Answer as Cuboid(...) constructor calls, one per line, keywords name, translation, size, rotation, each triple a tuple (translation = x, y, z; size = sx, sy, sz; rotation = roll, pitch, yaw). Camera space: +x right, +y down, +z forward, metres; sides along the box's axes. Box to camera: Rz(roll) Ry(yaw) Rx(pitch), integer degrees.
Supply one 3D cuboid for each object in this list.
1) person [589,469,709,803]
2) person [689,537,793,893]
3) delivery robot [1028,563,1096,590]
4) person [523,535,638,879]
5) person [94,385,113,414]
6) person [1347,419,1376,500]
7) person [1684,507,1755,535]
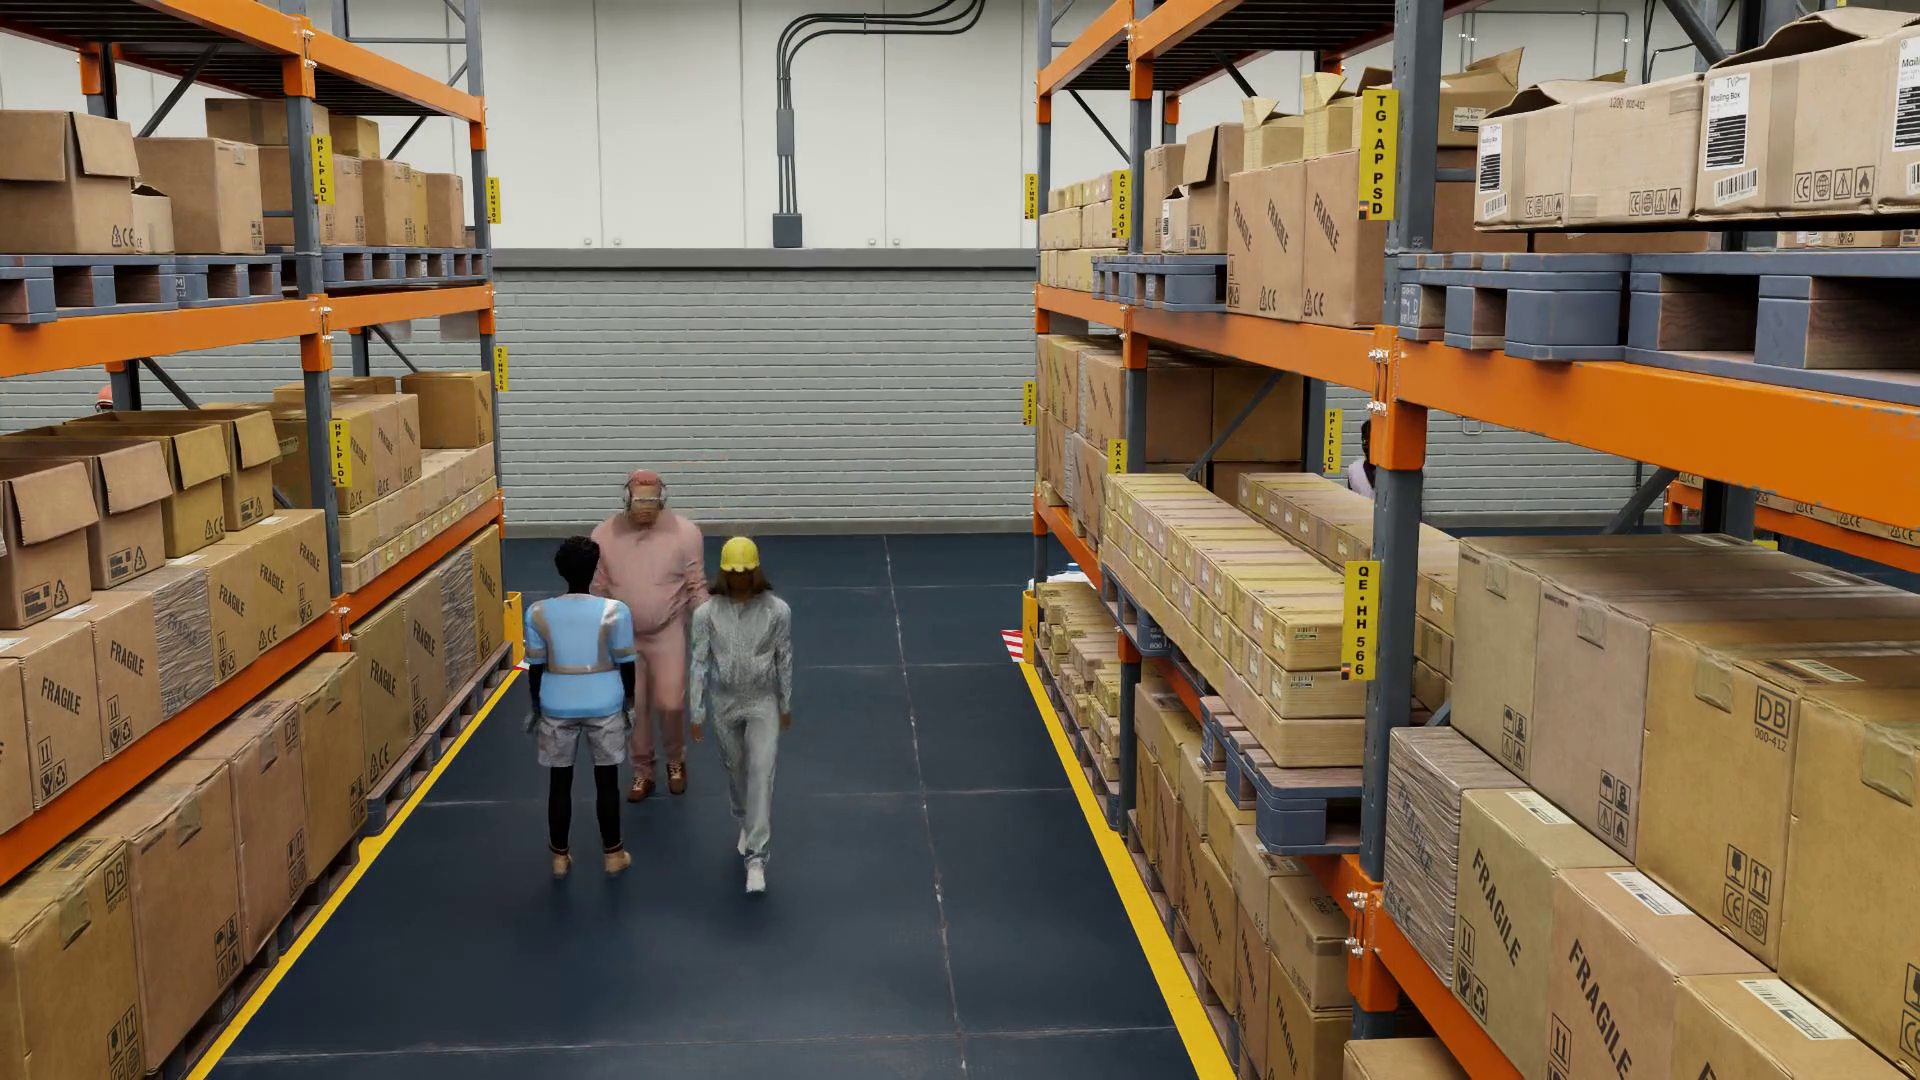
Cuboid(name="person", translation=(-1.746, 0.537, 9.240), size=(0.667, 1.883, 0.425), rotation=(1, 10, 4))
Cuboid(name="person", translation=(-1.071, 0.814, 8.165), size=(0.497, 1.684, 0.926), rotation=(-1, 10, -4))
Cuboid(name="delivery robot", translation=(0.920, 0.431, 13.502), size=(0.707, 0.478, 0.477), rotation=(4, 10, 22))
Cuboid(name="person", translation=(-1.848, 0.819, 8.120), size=(0.579, 1.699, 0.317), rotation=(-1, 10, -6))
Cuboid(name="person", translation=(-7.008, -0.298, 13.861), size=(0.615, 1.990, 0.401), rotation=(-1, 10, -8))
Cuboid(name="person", translation=(3.045, 0.069, 12.009), size=(0.660, 1.883, 0.651), rotation=(8, 13, 40))
Cuboid(name="person", translation=(6.342, -0.234, 13.802), size=(0.959, 1.867, 0.568), rotation=(3, 10, 16))
